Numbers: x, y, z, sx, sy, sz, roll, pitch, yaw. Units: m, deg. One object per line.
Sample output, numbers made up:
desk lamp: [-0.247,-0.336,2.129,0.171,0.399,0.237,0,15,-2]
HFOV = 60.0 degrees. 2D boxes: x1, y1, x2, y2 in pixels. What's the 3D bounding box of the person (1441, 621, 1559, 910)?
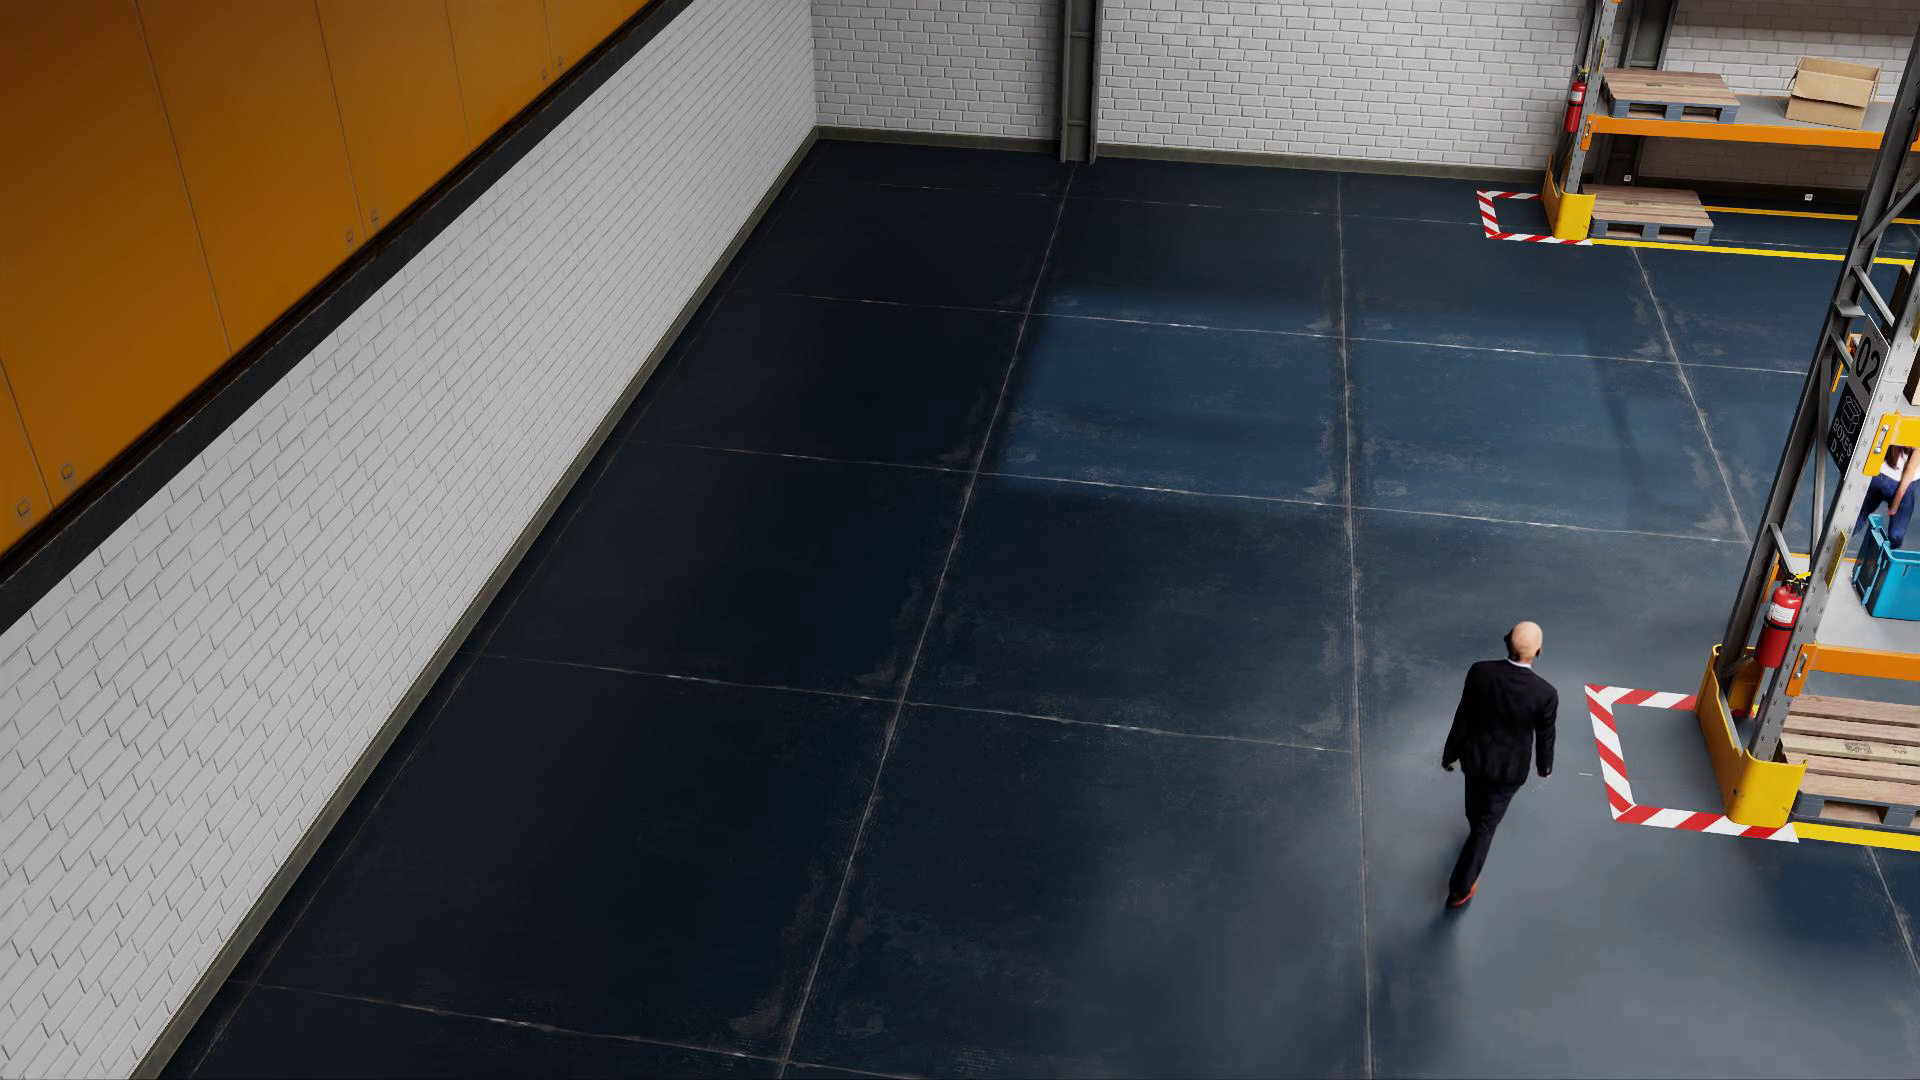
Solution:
person: [2.937,1.284,9.235,1.231,1.751,1.095,21,39,28]
